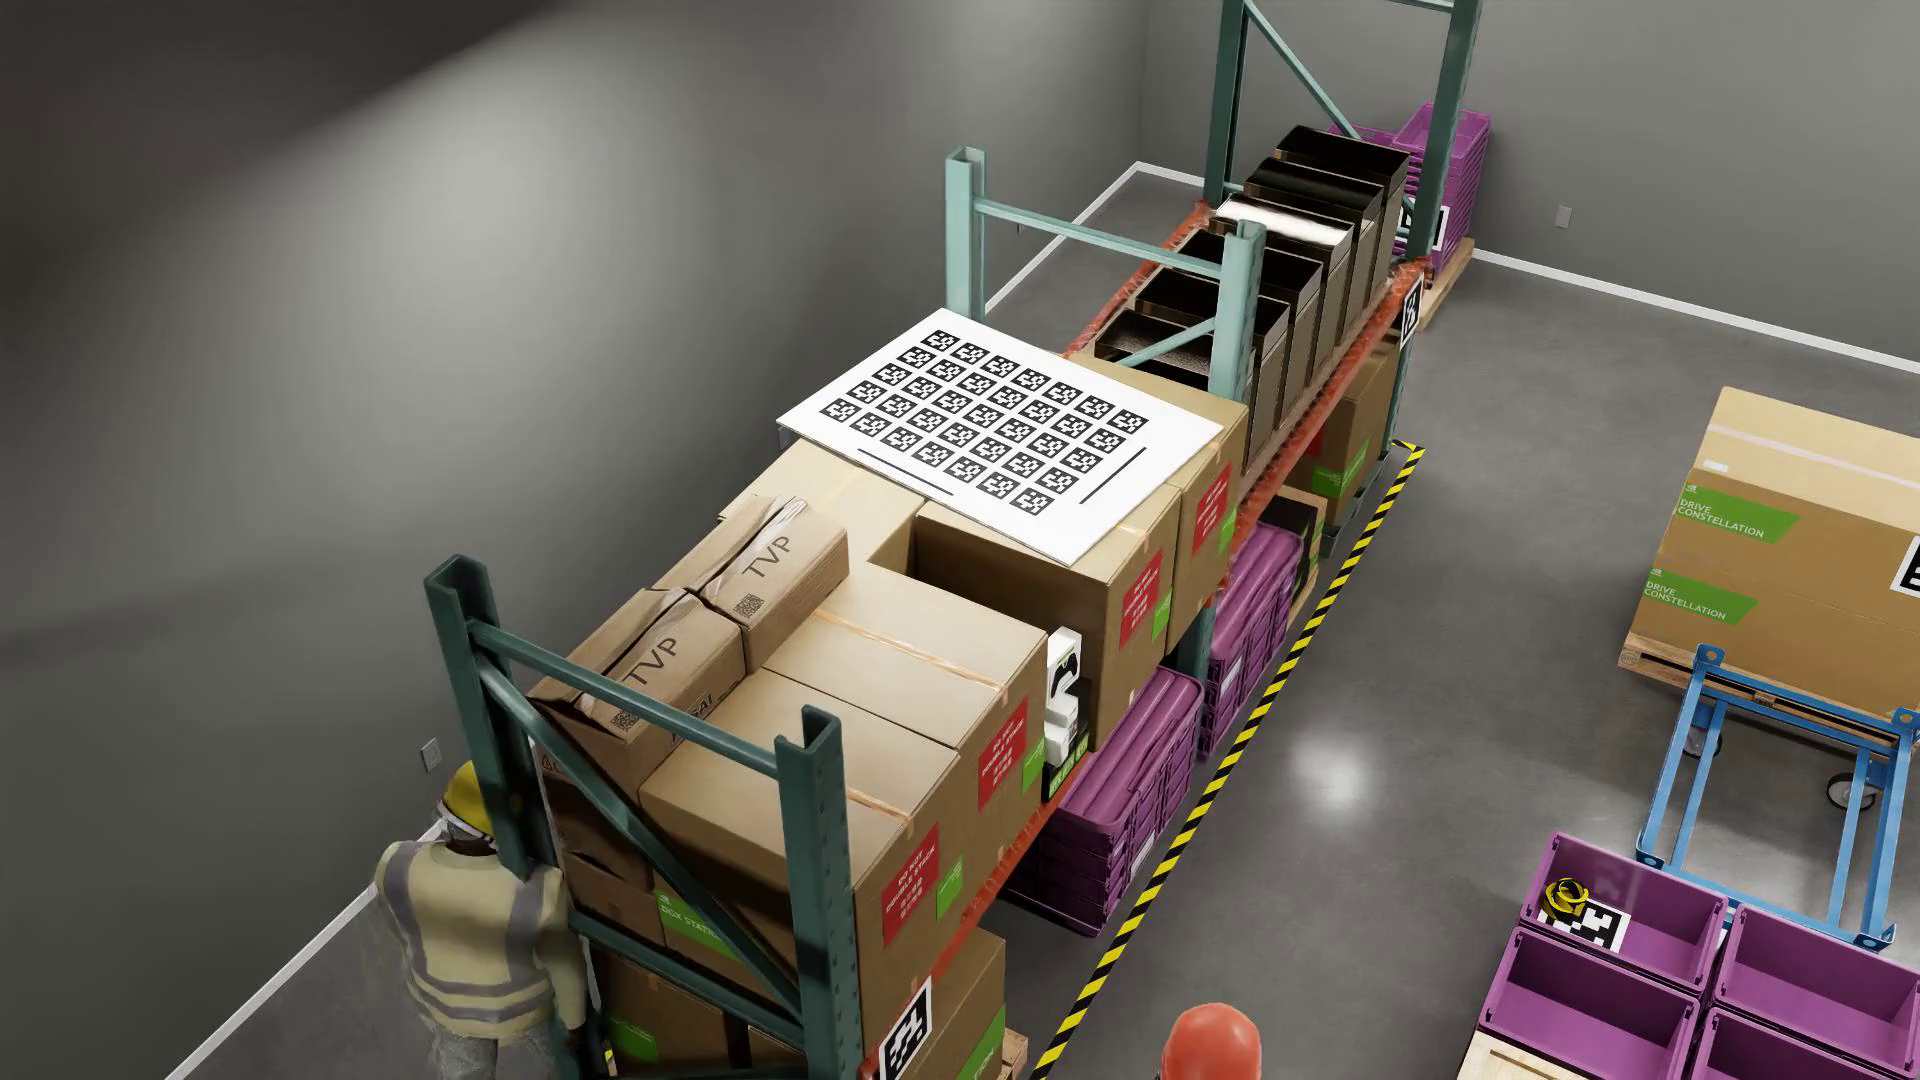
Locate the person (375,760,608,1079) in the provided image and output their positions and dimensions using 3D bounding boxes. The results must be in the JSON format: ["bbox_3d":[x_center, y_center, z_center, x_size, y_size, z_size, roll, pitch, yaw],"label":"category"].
[{"bbox_3d":[-1.401,1.318,5.153,0.588,1.766,0.849,1,40,2],"label":"person"}]

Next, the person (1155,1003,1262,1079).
[{"bbox_3d":[0.596,1.823,4.415,0.660,1.941,0.995,8,41,9],"label":"person"}]
